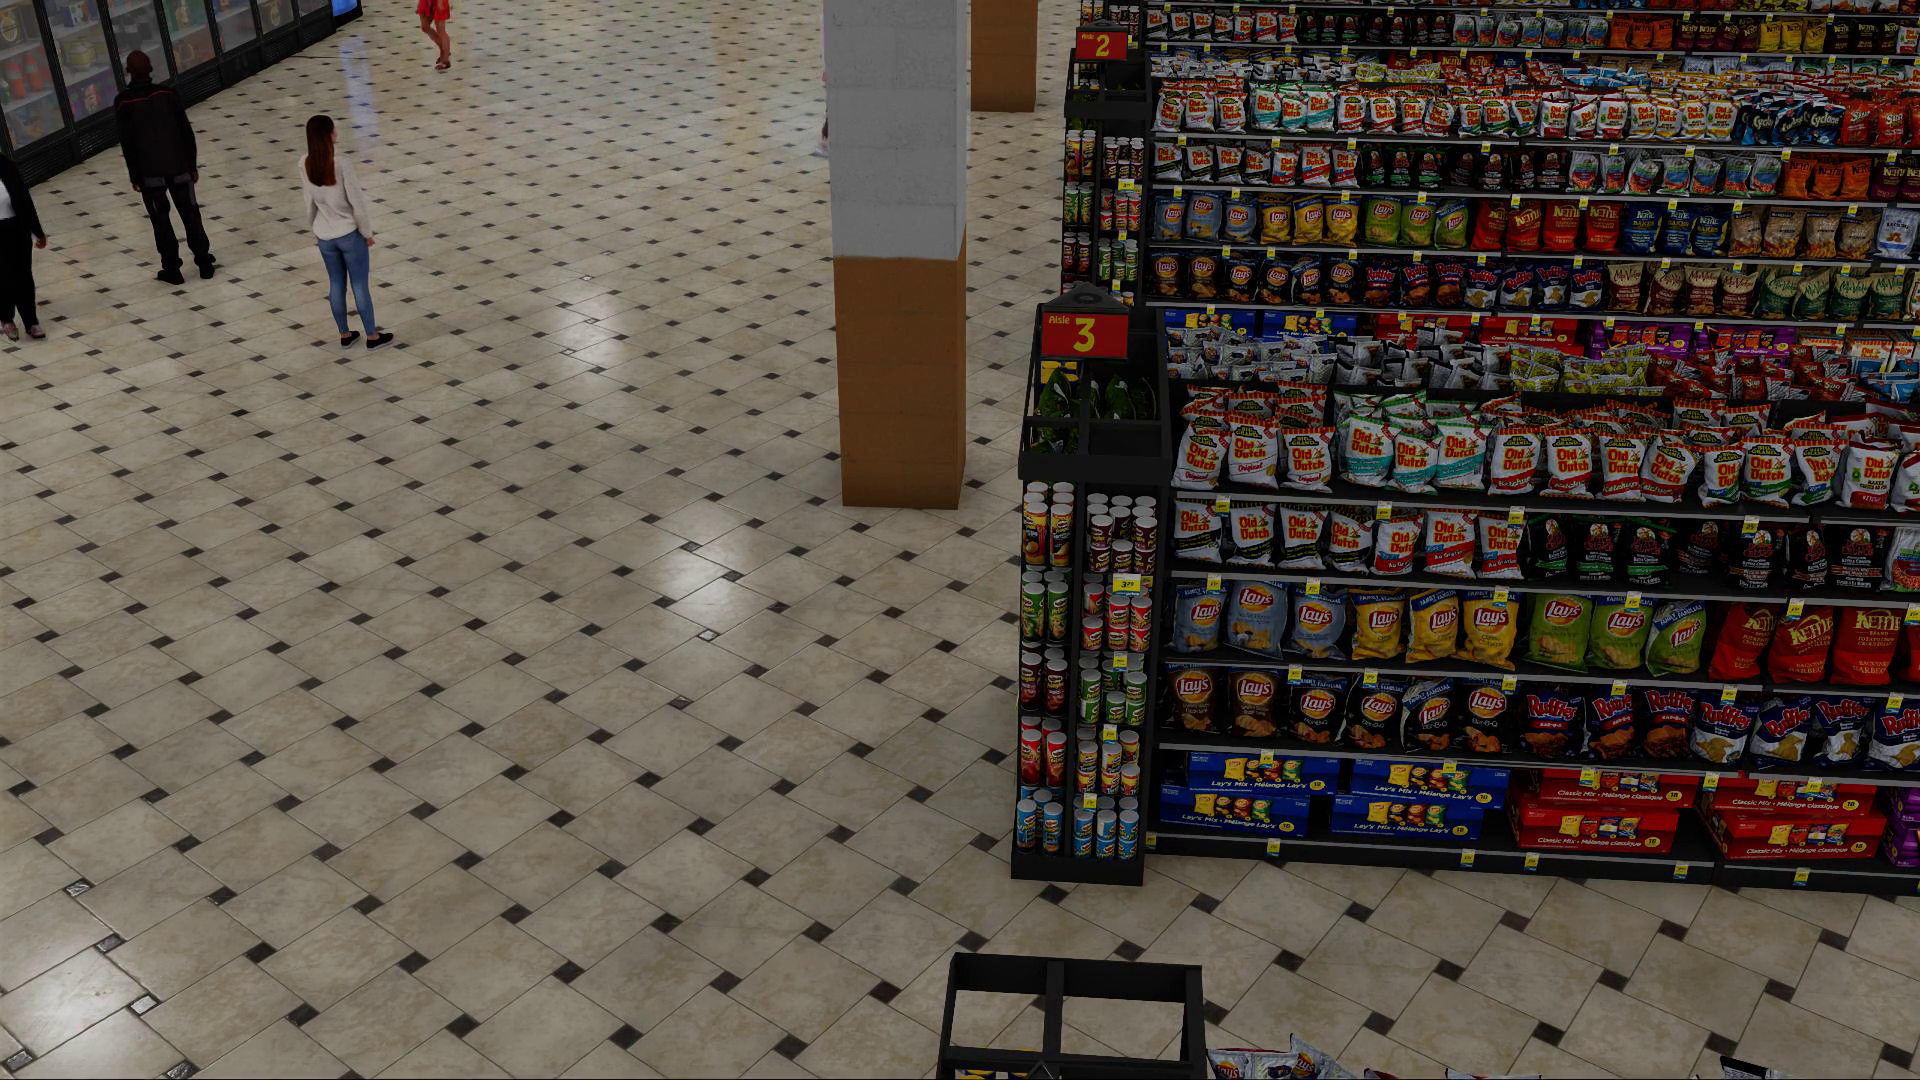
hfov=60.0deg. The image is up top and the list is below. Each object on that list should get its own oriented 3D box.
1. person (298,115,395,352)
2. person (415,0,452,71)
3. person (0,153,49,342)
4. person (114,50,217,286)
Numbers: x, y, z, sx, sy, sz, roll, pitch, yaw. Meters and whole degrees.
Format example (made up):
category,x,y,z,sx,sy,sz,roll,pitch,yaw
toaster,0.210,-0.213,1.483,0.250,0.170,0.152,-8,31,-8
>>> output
category,x,y,z,sx,sy,sz,roll,pitch,yaw
person,-4.398,-2.174,11.821,0.550,1.691,0.717,8,30,14
person,-6.133,-6.383,19.644,0.706,1.584,0.769,18,34,30
person,-6.957,-2.217,11.995,0.825,1.600,0.788,21,35,34
person,-6.256,-2.922,13.052,0.776,1.825,0.855,-19,34,-31
